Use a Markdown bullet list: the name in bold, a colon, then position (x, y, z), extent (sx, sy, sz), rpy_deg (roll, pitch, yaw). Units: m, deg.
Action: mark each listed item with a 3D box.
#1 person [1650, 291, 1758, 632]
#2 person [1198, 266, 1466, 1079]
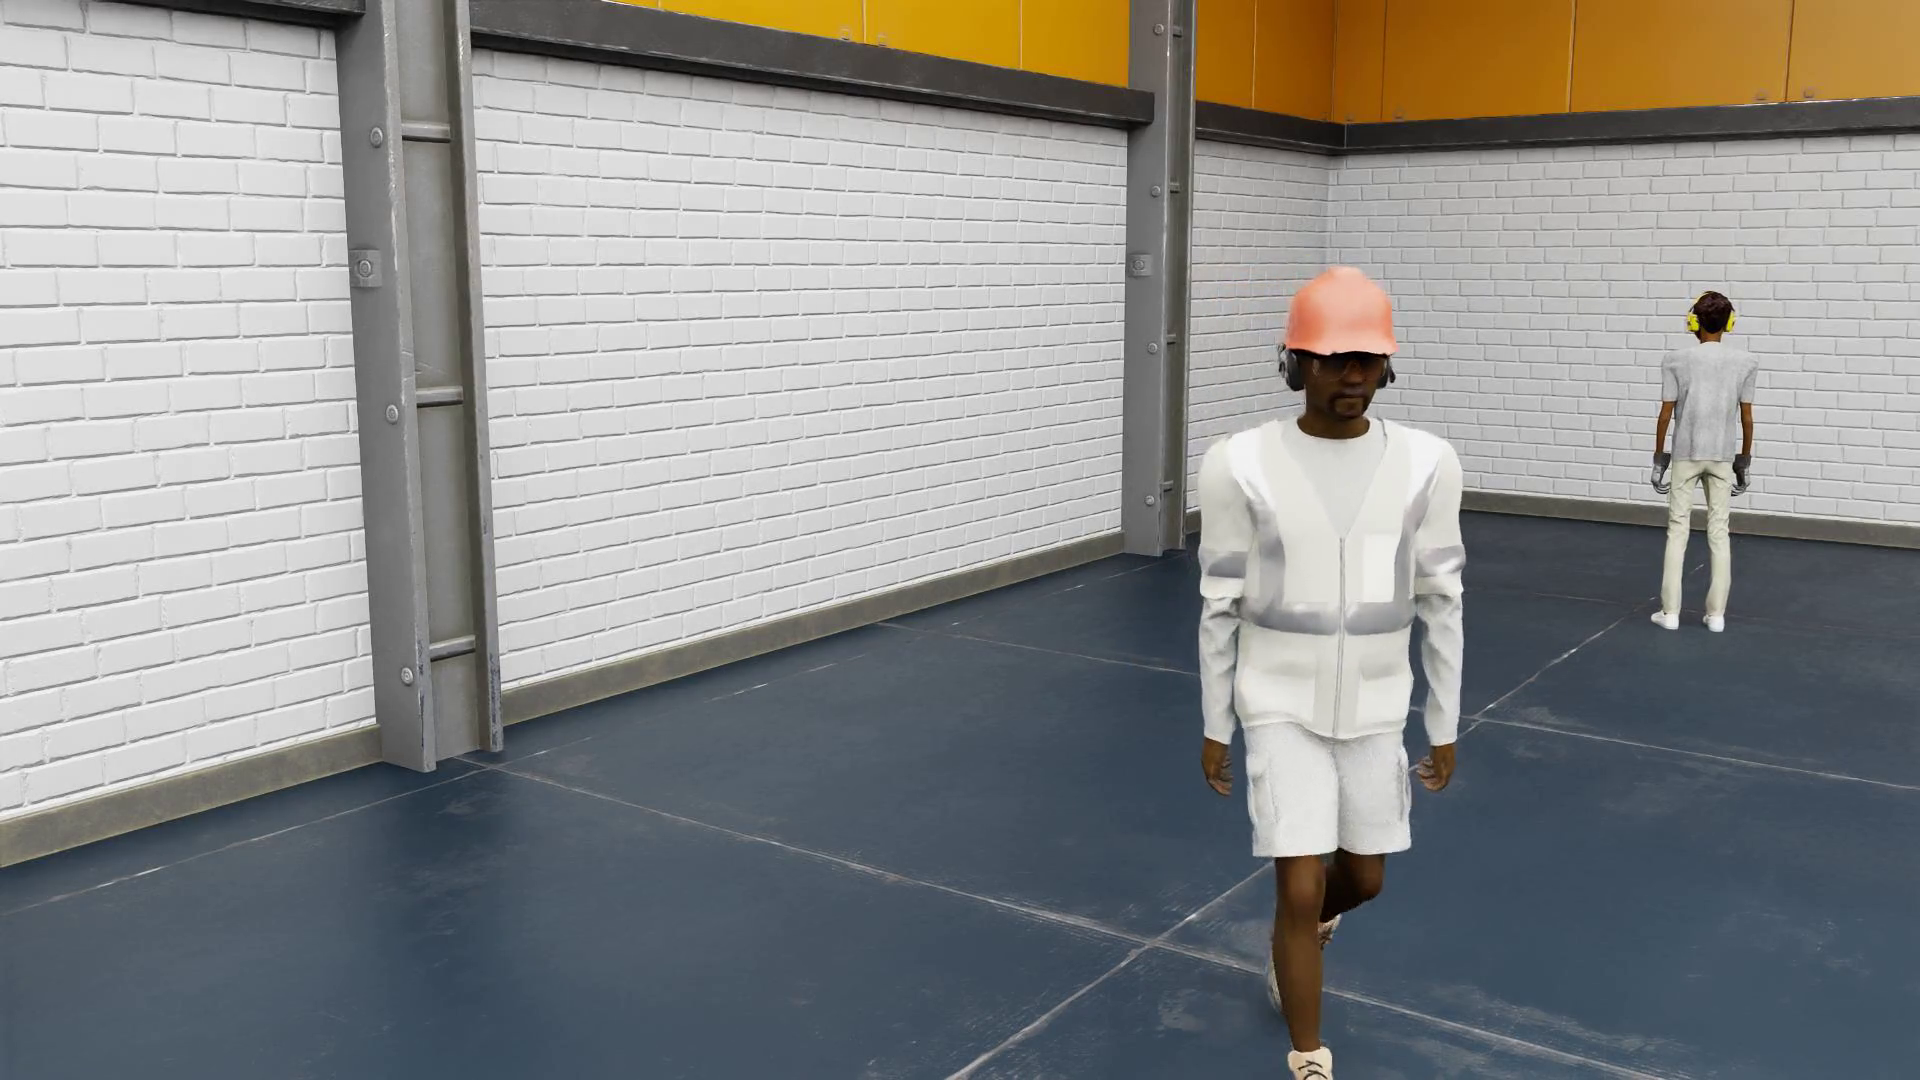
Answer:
- **person**: position (4.067, -0.424, 9.115), extent (0.517, 1.861, 0.317), rpy_deg (2, 10, 13)
- **person**: position (0.859, 0.365, 3.959), extent (0.615, 2.018, 0.868), rpy_deg (0, 10, 0)
